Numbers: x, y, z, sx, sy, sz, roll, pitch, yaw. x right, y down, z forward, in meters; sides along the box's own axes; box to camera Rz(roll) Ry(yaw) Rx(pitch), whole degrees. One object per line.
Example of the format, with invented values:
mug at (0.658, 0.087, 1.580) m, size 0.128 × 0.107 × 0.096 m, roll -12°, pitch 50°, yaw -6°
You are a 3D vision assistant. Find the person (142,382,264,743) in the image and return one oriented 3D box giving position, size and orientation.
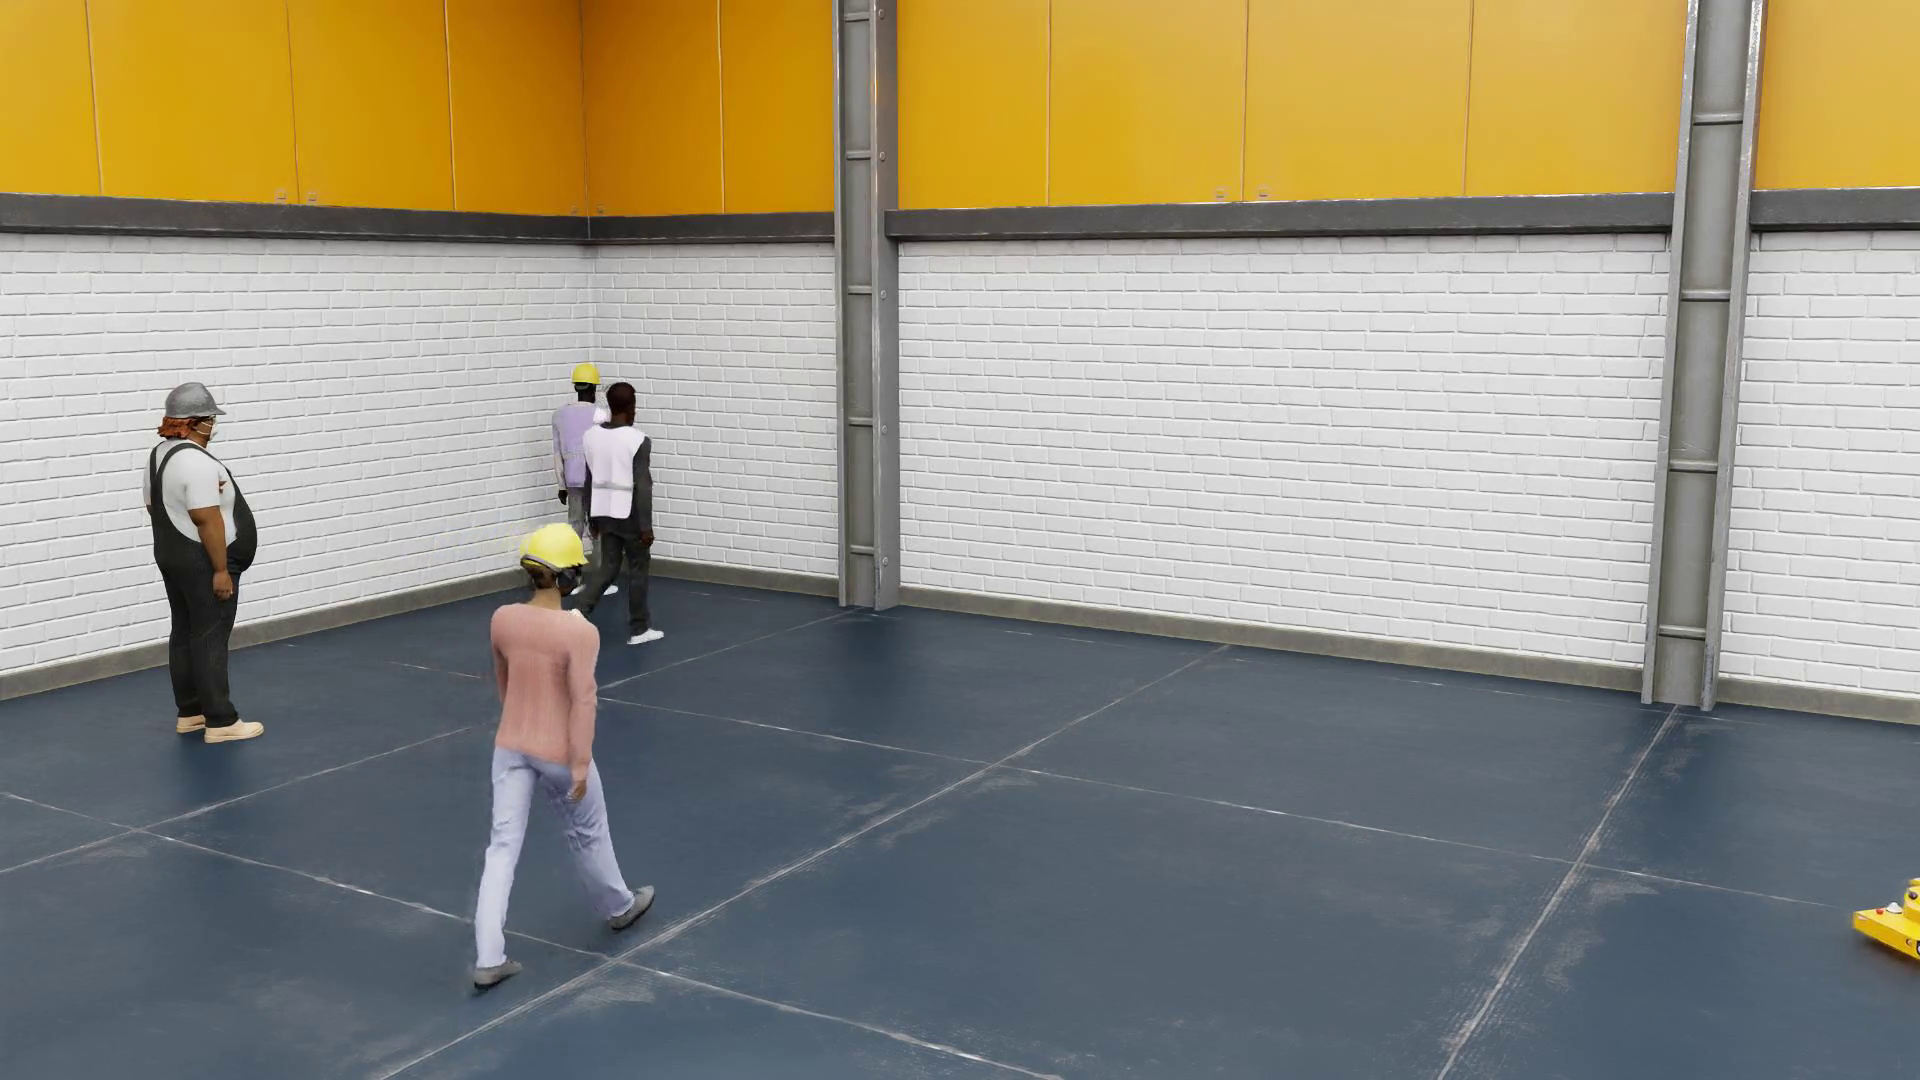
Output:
person at (-4.292, 0.117, 9.492) m, size 0.674 × 2.000 × 0.535 m, roll 8°, pitch 12°, yaw 42°

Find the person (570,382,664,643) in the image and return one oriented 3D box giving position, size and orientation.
person at (-2.432, -0.165, 11.712) m, size 0.597 × 1.897 × 0.744 m, roll 5°, pitch 11°, yaw 30°

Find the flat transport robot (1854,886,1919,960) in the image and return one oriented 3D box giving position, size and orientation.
flat transport robot at (4.334, 1.480, 6.491) m, size 1.431 × 0.197 × 0.652 m, roll -3°, pitch 9°, yaw -16°

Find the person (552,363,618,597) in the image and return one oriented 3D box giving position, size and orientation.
person at (-3.056, -0.489, 13.671) m, size 0.582 × 1.919 × 0.392 m, roll 3°, pitch 10°, yaw 18°

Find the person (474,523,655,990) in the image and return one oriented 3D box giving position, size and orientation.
person at (-1.566, 0.786, 6.367) m, size 0.528 × 1.709 × 0.955 m, roll 4°, pitch 10°, yaw 22°
